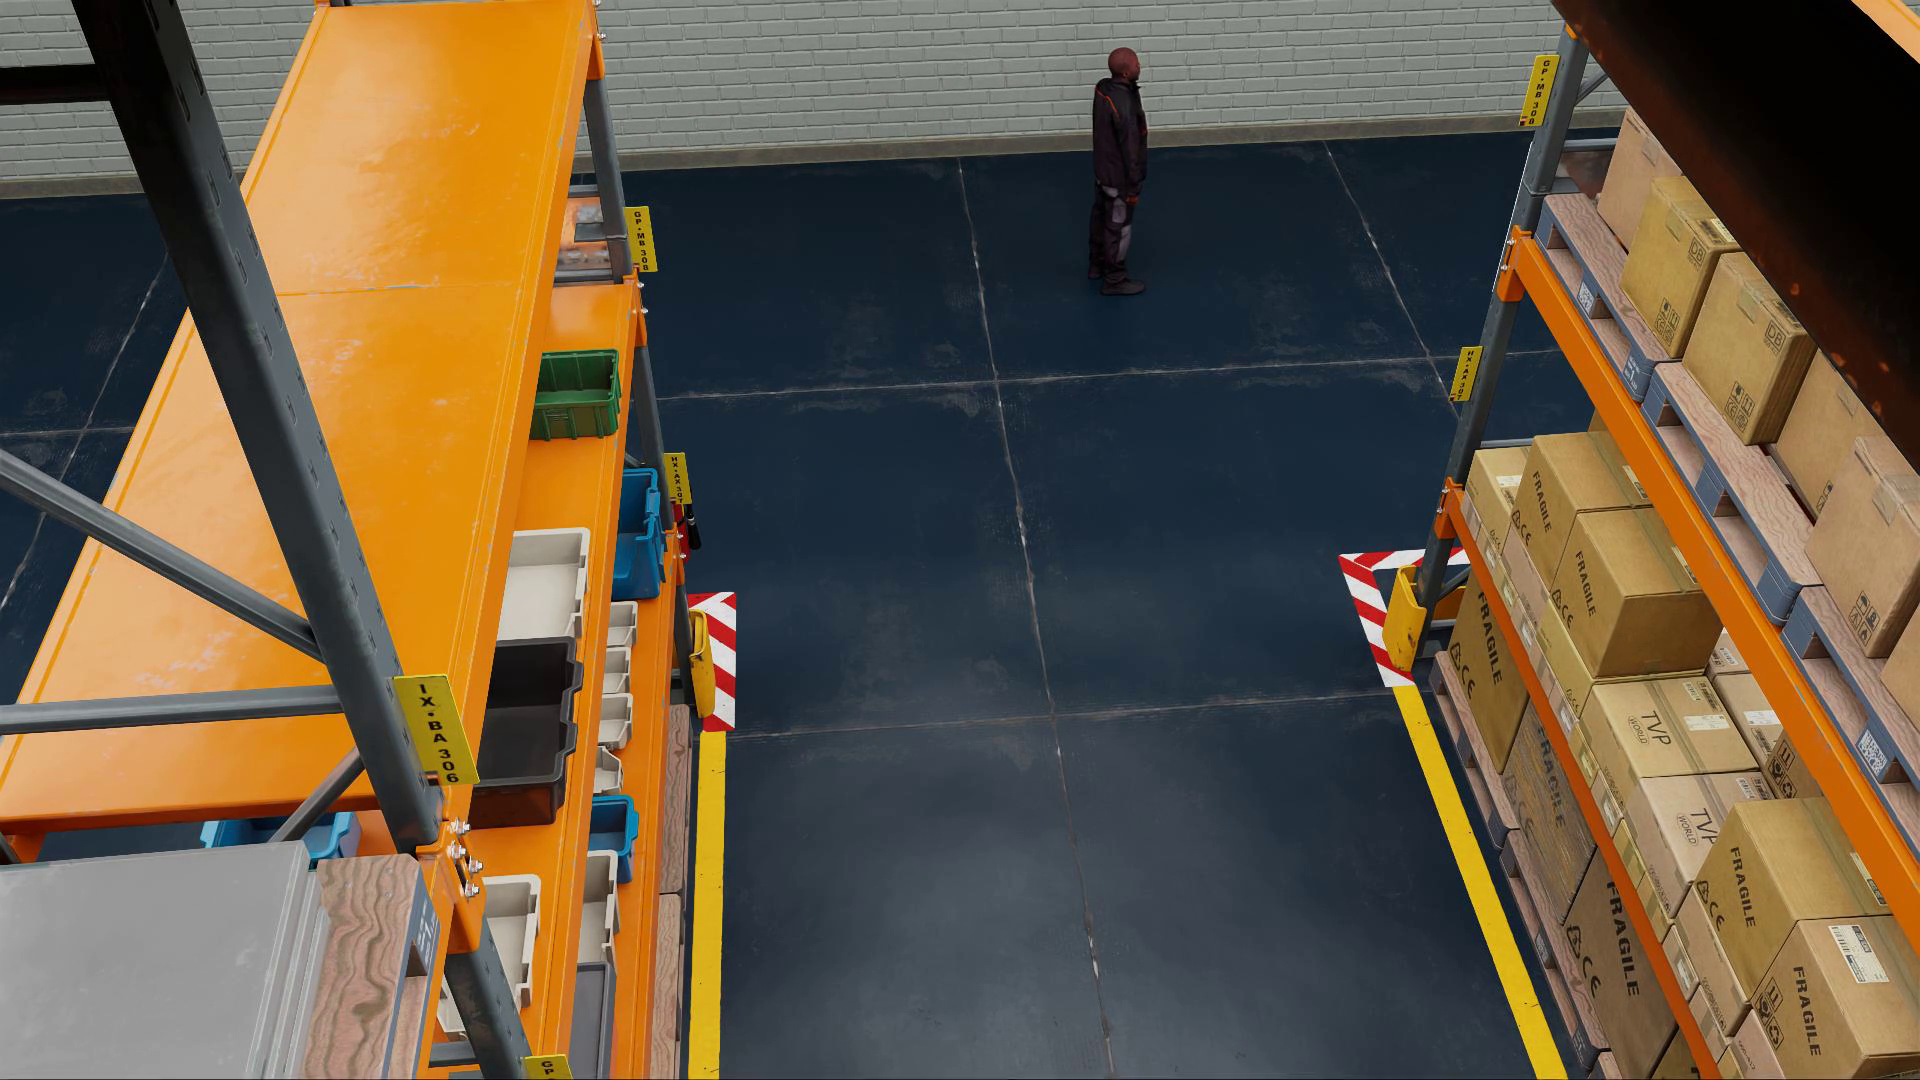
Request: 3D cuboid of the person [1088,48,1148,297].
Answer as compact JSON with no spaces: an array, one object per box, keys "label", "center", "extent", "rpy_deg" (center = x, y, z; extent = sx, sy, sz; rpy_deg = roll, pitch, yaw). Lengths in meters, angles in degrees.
[{"label":"person","center":[1.071,-2.557,11.505],"extent":[0.823,1.825,0.656],"rpy_deg":[-15,45,-16]}]
